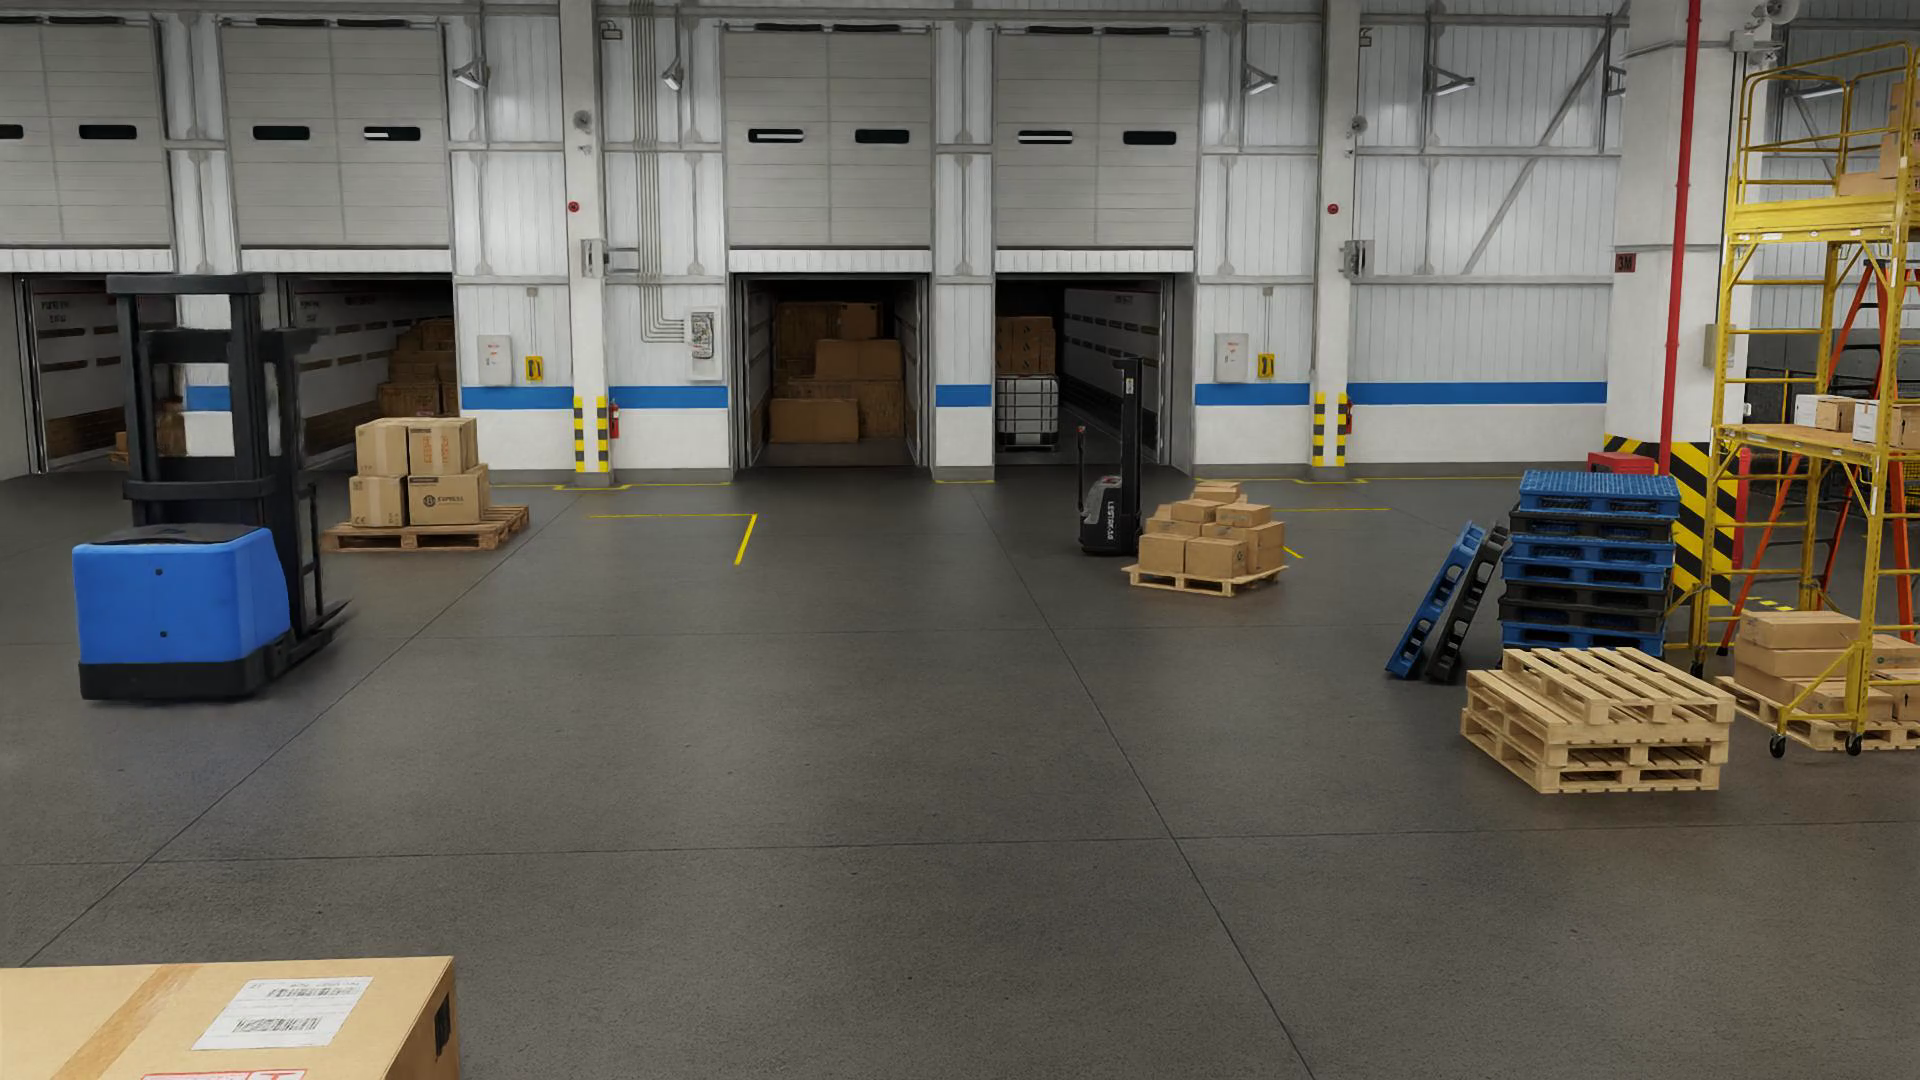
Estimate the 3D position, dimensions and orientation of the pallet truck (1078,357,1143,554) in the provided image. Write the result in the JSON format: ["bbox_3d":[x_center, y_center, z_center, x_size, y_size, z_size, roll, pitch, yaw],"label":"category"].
[{"bbox_3d":[2.088,-0.836,16.757,1.885,1.965,0.823,2,9,13],"label":"pallet truck"}]

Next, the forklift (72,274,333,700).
[{"bbox_3d":[-5.266,-0.440,11.507,1.129,2.768,1.873,-1,9,-4],"label":"forklift"}]
